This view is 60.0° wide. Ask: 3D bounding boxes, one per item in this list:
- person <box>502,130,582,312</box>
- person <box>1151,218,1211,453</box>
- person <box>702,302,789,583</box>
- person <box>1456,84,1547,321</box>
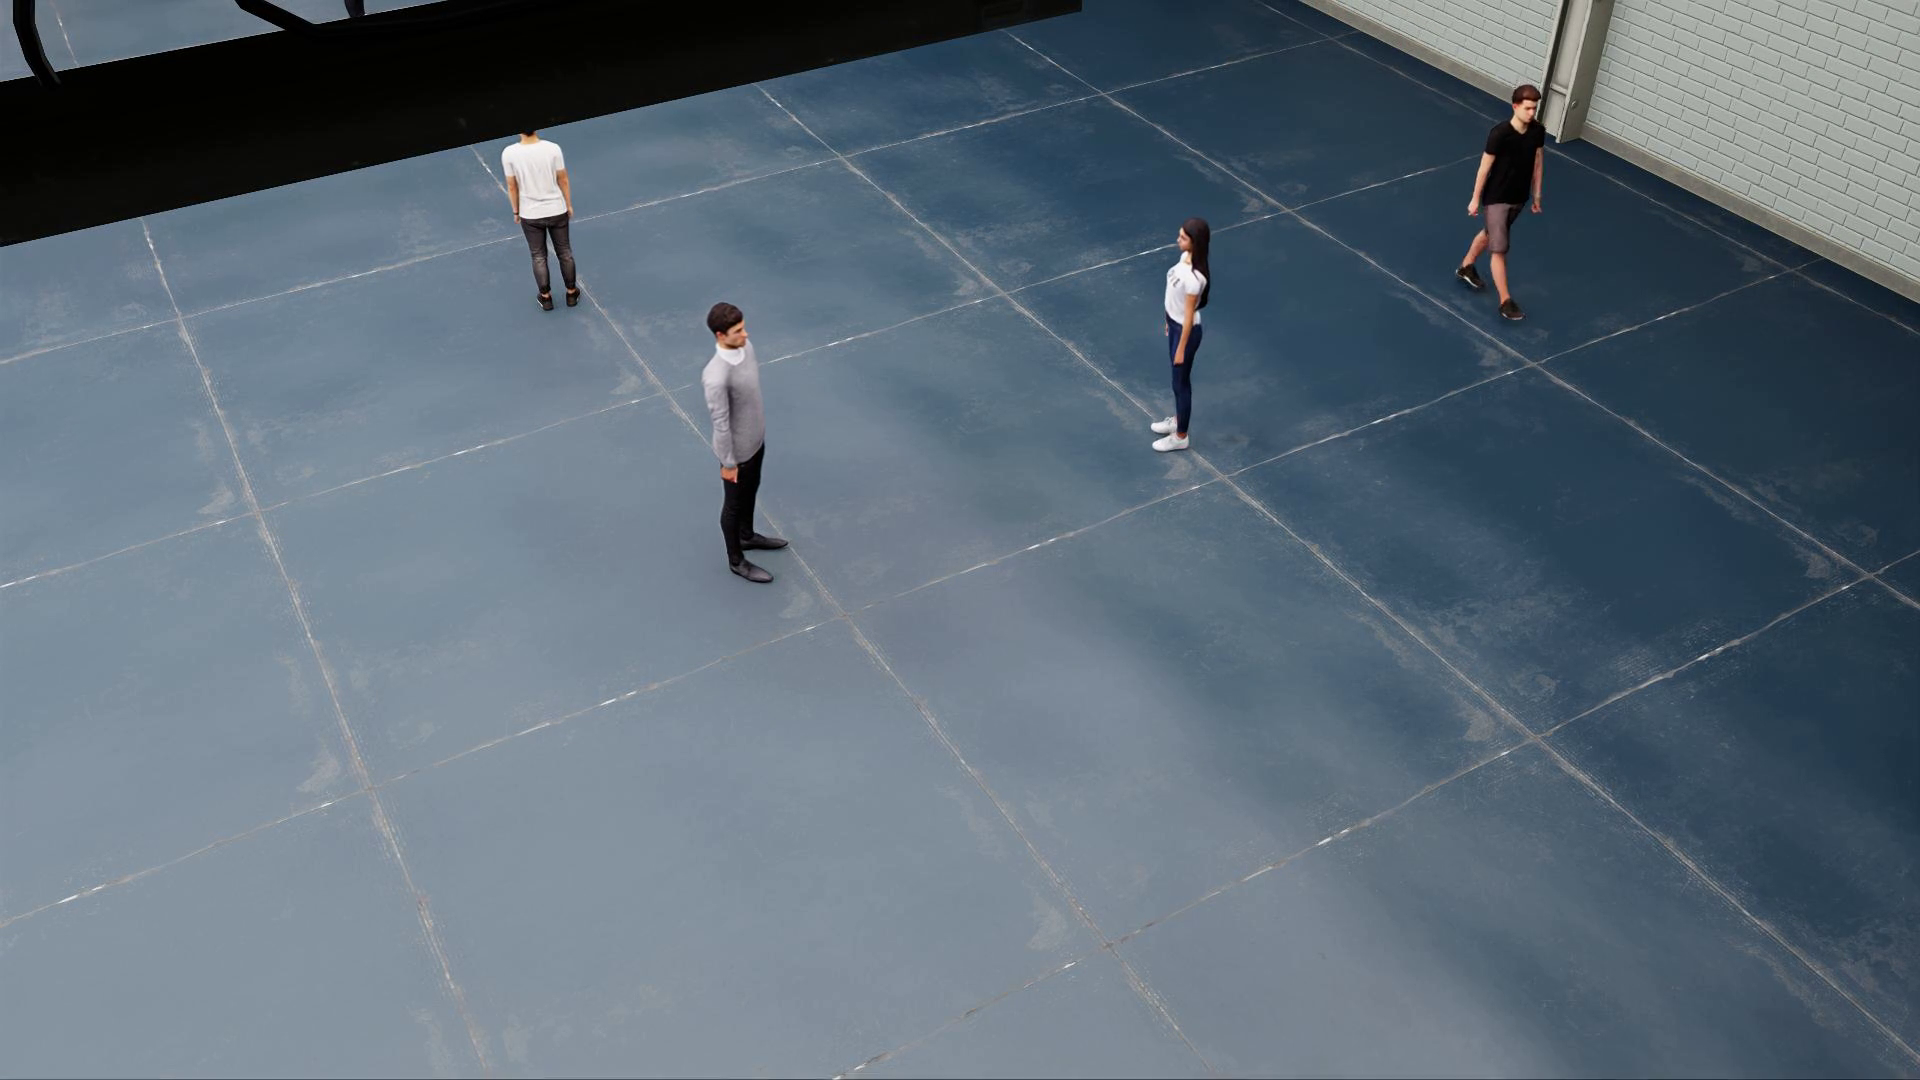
[{"bbox_3d":[-3.305,-2.632,13.149,0.673,1.722,0.617,-10,39,-13],"label":"person"},{"bbox_3d":[1.582,-1.441,11.586,0.735,1.774,0.622,0,38,0],"label":"person"},{"bbox_3d":[-1.392,-0.639,10.440,0.891,1.922,0.820,8,39,10],"label":"person"},{"bbox_3d":[4.289,-2.754,13.232,0.811,1.813,1.219,-14,40,-17],"label":"person"}]
